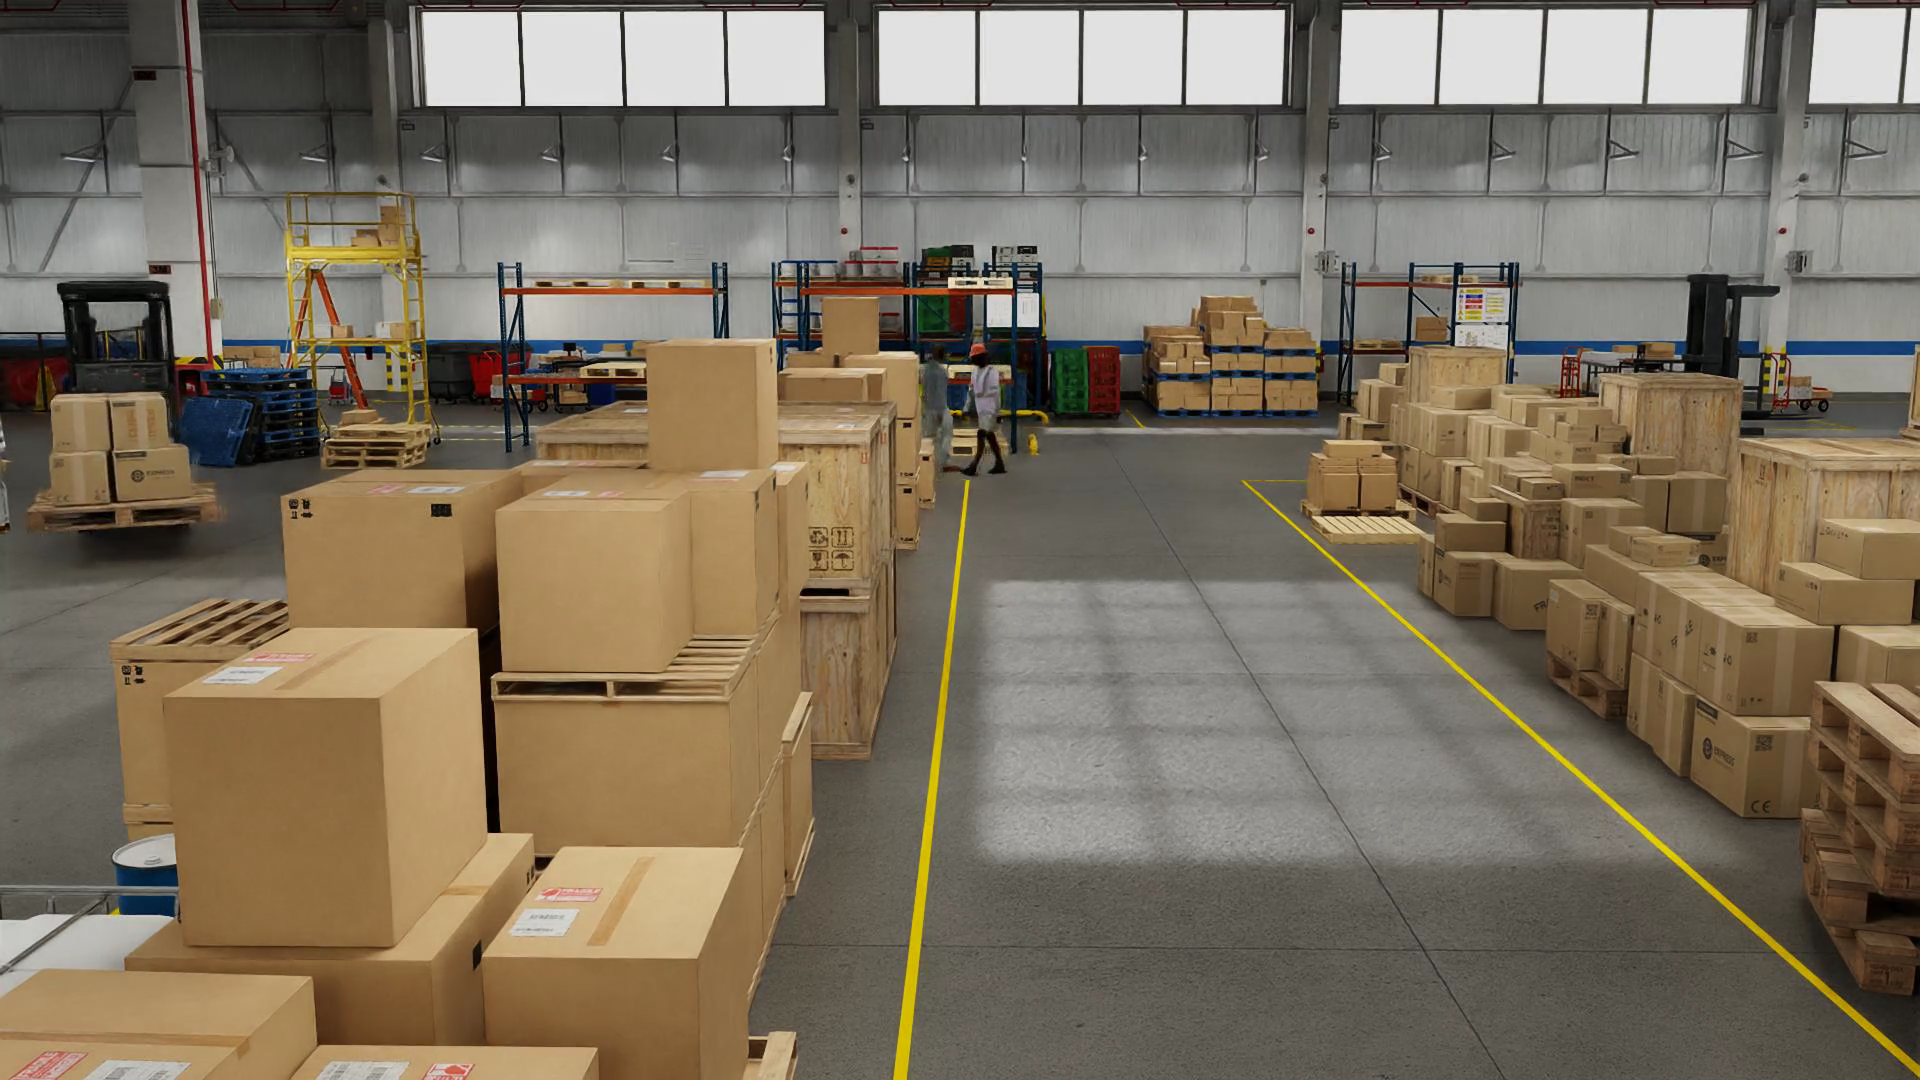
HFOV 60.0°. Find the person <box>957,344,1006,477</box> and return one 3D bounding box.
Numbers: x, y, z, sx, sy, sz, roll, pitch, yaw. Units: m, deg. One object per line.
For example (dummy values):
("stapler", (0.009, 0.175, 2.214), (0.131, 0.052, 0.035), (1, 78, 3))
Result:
("person", (0.293, -1.840, 23.664), (0.971, 1.869, 0.554), (-6, 11, -30))

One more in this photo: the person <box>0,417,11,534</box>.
("person", (-10.877, -0.996, 18.604), (0.343, 1.881, 0.580), (-4, 10, -21))

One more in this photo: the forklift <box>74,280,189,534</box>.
("forklift", (-9.647, -1.604, 19.243), (1.129, 2.768, 1.873), (-4, 10, -24))

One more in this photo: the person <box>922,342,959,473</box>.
("person", (-0.412, -1.894, 23.898), (0.832, 1.909, 0.632), (-5, 11, -28))

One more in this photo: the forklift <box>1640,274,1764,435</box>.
("forklift", (13.054, -3.274, 29.248), (1.873, 2.768, 1.129), (0, 9, 1))
